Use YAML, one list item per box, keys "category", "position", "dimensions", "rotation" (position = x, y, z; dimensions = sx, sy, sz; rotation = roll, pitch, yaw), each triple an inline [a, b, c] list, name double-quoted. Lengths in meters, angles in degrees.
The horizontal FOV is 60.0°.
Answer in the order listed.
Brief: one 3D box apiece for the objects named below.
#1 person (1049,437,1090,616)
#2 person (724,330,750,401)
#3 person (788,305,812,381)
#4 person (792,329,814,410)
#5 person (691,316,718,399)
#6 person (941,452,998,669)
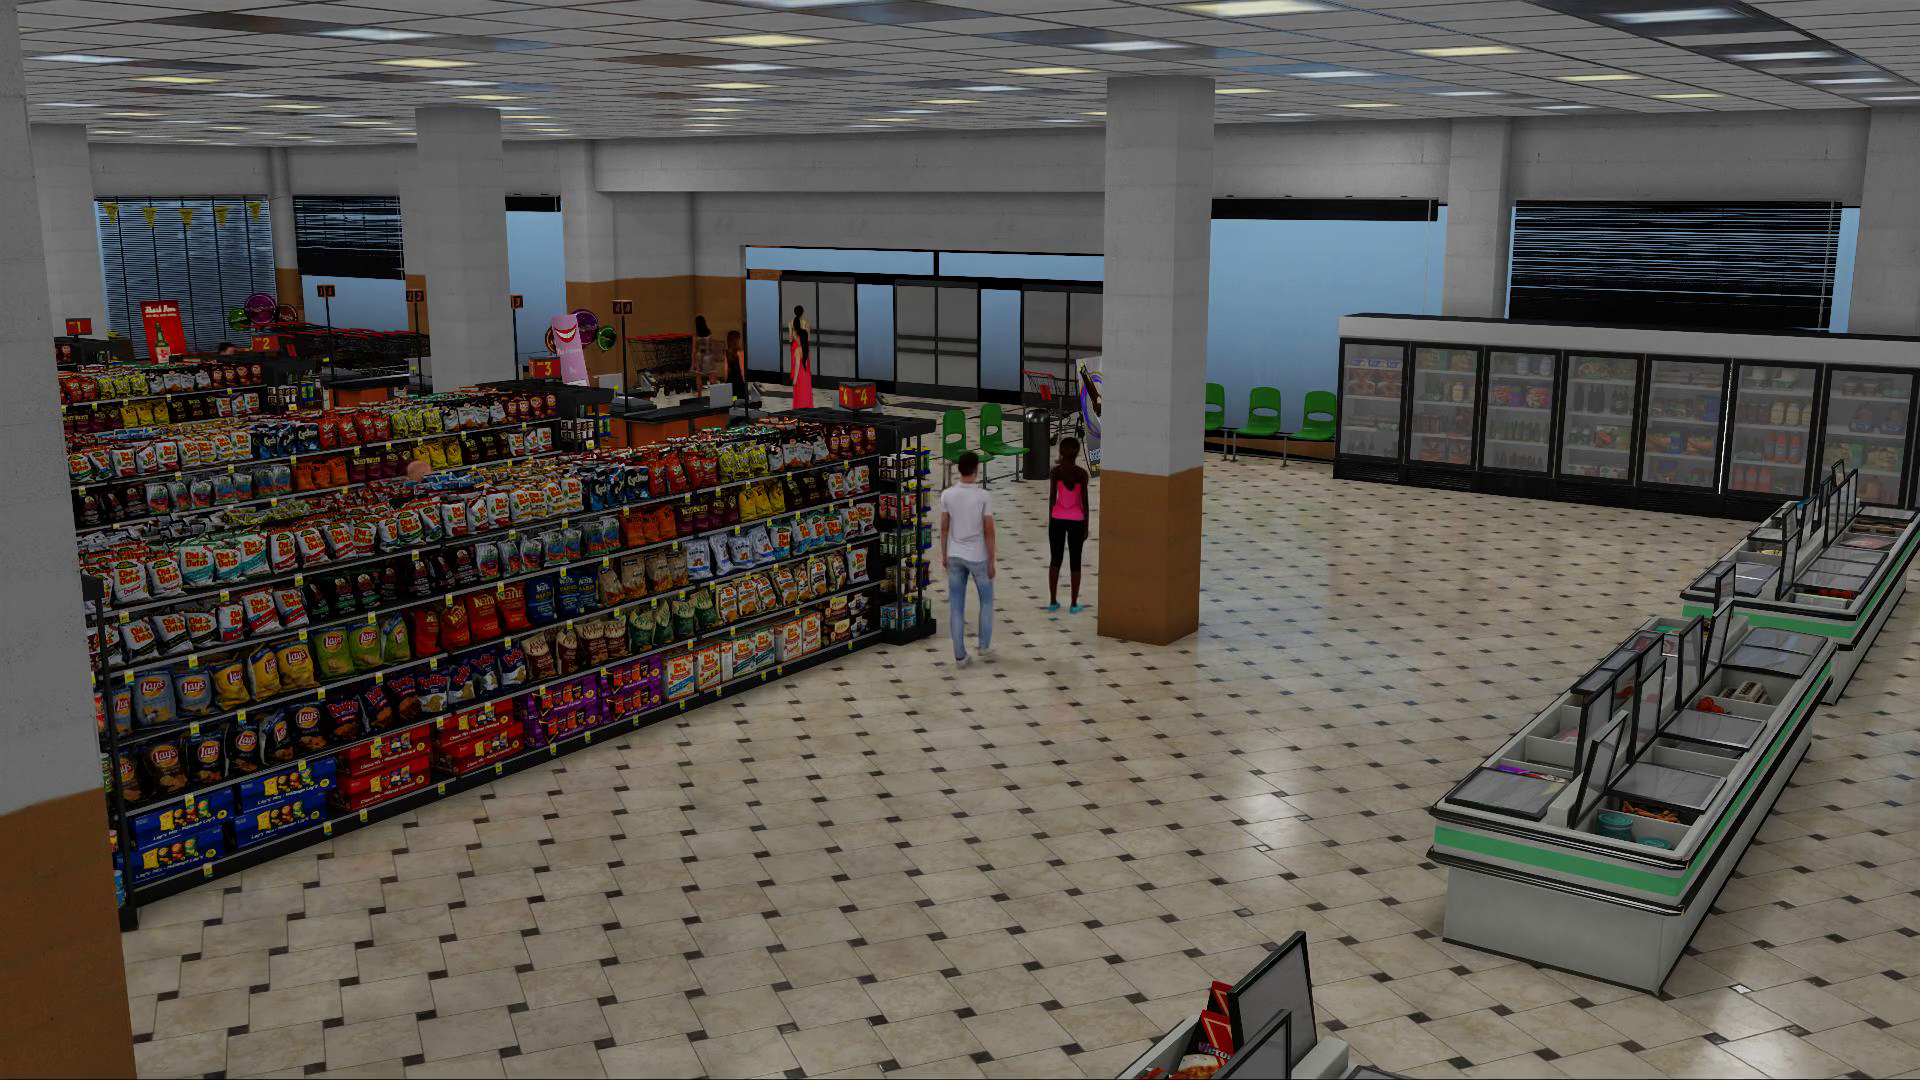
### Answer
- category: "person"
  position: [1.034, -0.146, 16.048]
  dimensions: [0.610, 1.723, 0.629]
  rotation: [4, 12, 17]
- category: "person"
  position: [-3.599, -2.445, 26.693]
  dimensions: [0.576, 1.834, 0.511]
  rotation: [8, 15, 35]
- category: "person"
  position: [-3.187, -3.774, 33.107]
  dimensions: [0.677, 1.793, 0.702]
  rotation: [0, 12, 1]
- category: "person"
  position: [-2.704, -2.750, 28.403]
  dimensions: [0.739, 1.727, 0.604]
  rotation: [4, 12, 17]
- category: "person"
  position: [-4.973, -3.555, 32.454]
  dimensions: [0.892, 1.634, 0.902]
  rotation: [-9, 15, -35]
- category: "person"
  position: [0.042, 0.192, 14.176]
  dimensions: [0.836, 1.833, 0.945]
  rotation: [4, 12, 17]
